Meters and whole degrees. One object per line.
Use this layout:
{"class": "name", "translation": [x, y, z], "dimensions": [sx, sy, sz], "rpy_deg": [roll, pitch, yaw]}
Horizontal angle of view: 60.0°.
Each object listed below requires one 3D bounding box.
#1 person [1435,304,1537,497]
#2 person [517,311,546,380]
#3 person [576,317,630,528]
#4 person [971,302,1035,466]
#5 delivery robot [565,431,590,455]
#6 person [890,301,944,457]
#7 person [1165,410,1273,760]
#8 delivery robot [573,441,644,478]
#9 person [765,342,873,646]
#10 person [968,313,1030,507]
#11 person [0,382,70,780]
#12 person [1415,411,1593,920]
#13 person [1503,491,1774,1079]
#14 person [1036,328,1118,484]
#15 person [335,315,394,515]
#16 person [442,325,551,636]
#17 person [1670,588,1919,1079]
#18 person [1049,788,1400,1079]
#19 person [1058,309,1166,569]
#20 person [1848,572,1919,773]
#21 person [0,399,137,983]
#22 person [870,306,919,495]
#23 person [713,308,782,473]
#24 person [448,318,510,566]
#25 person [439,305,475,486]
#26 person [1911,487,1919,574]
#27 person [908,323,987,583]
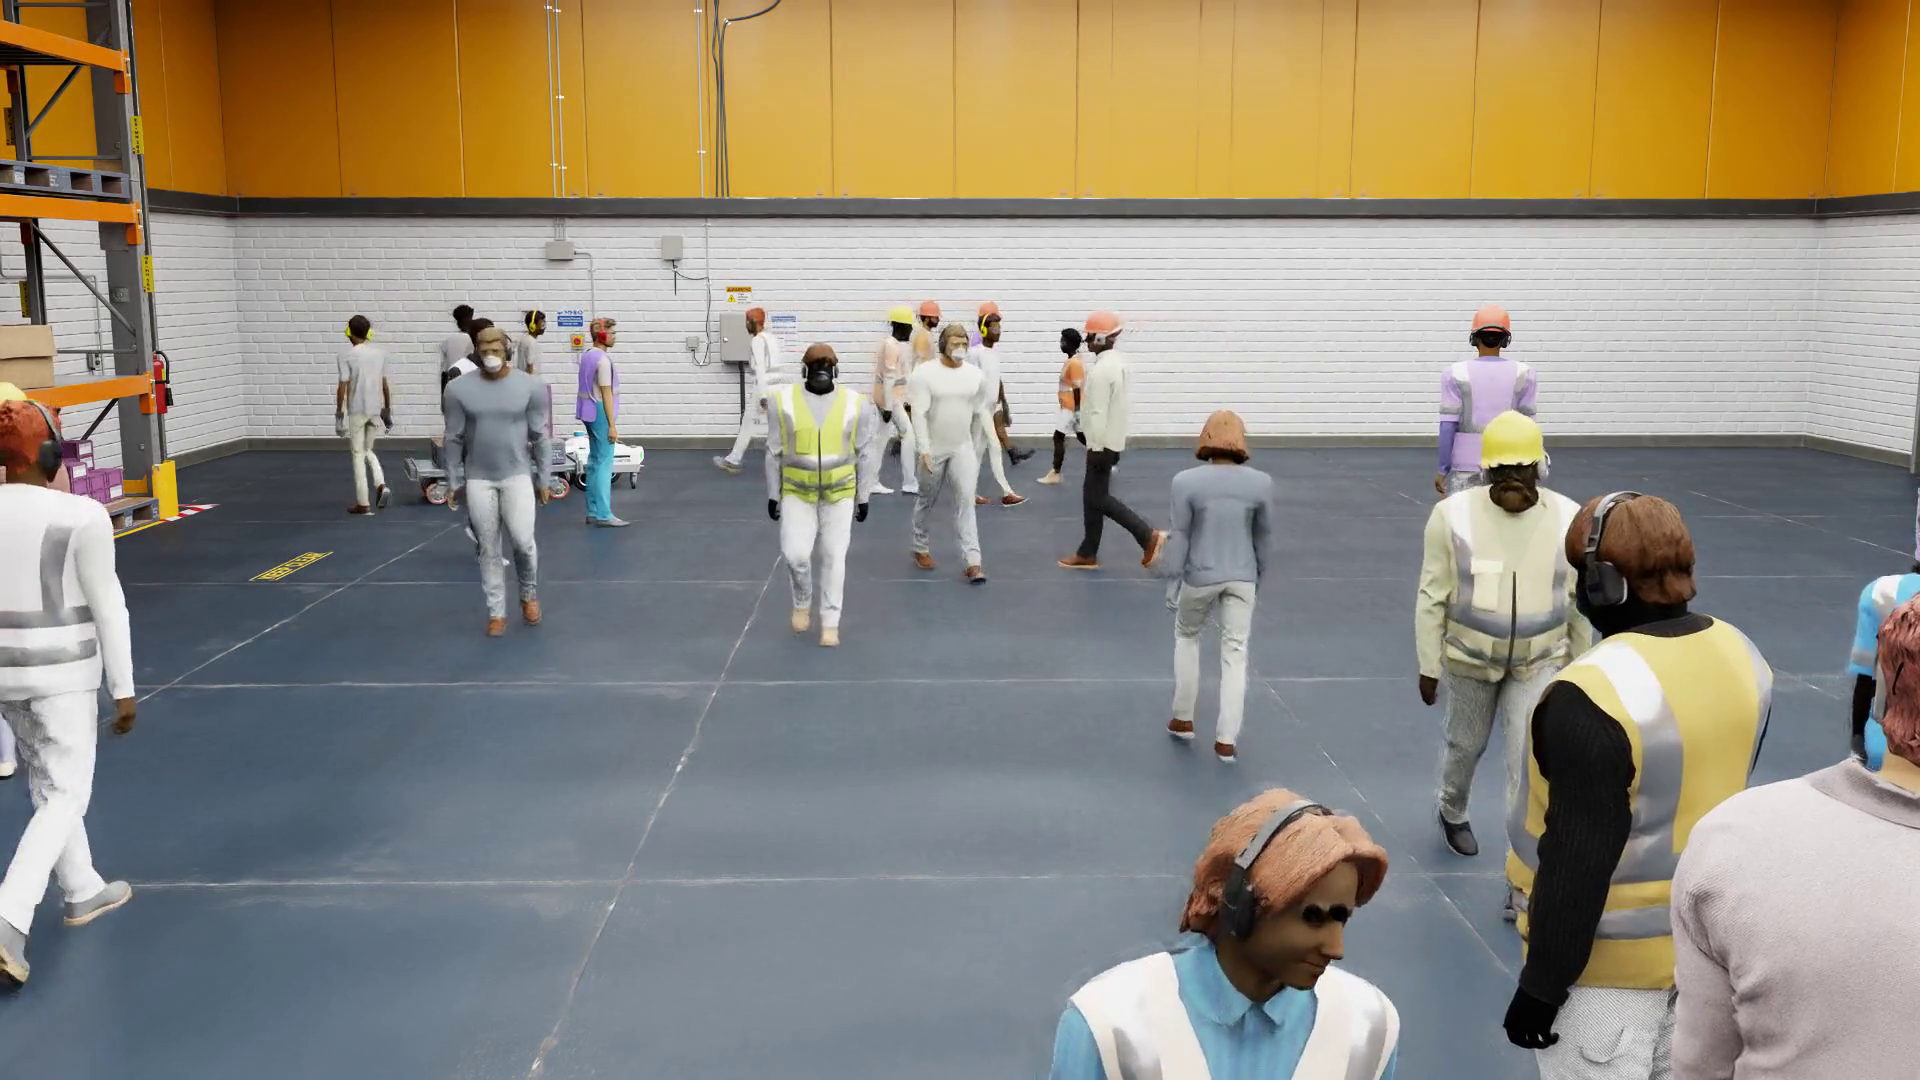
{"class": "person", "translation": [3.375, -0.494, 10.730], "dimensions": [0.614, 2.042, 0.373], "rpy_deg": [0, 9, 3]}
{"class": "person", "translation": [-4.912, -1.706, 18.934], "dimensions": [1.019, 1.802, 0.639], "rpy_deg": [-5, 11, -28]}
{"class": "person", "translation": [-3.172, -1.031, 14.629], "dimensions": [0.372, 1.843, 0.571], "rpy_deg": [-5, 11, -29]}
{"class": "person", "translation": [0.349, -1.762, 18.995], "dimensions": [0.998, 1.879, 0.573], "rpy_deg": [0, 9, 1]}
{"class": "delivery robot", "translation": [-4.017, -0.909, 17.540], "dimensions": [0.707, 0.478, 0.477], "rpy_deg": [-7, 11, -36]}
{"class": "person", "translation": [-0.389, -1.895, 19.810], "dimensions": [0.992, 1.883, 0.565], "rpy_deg": [1, 9, 4]}
{"class": "person", "translation": [1.198, 0.197, 7.841], "dimensions": [0.509, 1.600, 0.674], "rpy_deg": [-1, 9, -3]}
{"class": "delivery robot", "translation": [-3.623, -0.847, 17.163], "dimensions": [0.707, 0.478, 0.477], "rpy_deg": [-2, 9, -13]}
{"class": "person", "translation": [-0.846, -0.275, 10.029], "dimensions": [0.648, 1.832, 0.436], "rpy_deg": [-1, 9, -7]}
{"class": "person", "translation": [0.368, -1.222, 15.809], "dimensions": [0.859, 1.838, 0.555], "rpy_deg": [5, 10, 26]}
{"class": "person", "translation": [-4.189, 0.187, 7.405], "dimensions": [0.523, 1.769, 0.317], "rpy_deg": [-3, 10, -15]}
{"class": "person", "translation": [1.975, 0.403, 6.068], "dimensions": [0.635, 1.783, 0.926], "rpy_deg": [2, 9, 11]}
{"class": "person", "translation": [1.312, 0.816, 3.342], "dimensions": [0.621, 1.837, 0.429], "rpy_deg": [-7, 12, -37]}
{"class": "person", "translation": [1.265, -1.404, 17.506], "dimensions": [0.826, 1.660, 0.544], "rpy_deg": [1, 9, 6]}
{"class": "person", "translation": [-5.521, -1.146, 15.337], "dimensions": [0.426, 1.846, 0.582], "rpy_deg": [7, 12, 37]}
{"class": "person", "translation": [-2.854, -0.356, 10.262], "dimensions": [0.645, 1.926, 0.432], "rpy_deg": [-1, 9, -7]}
{"class": "person", "translation": [1.236, 0.976, 2.137], "dimensions": [0.410, 1.909, 0.643], "rpy_deg": [-7, 12, -37]}
{"class": "person", "translation": [0.321, 1.093, 2.360], "dimensions": [0.547, 1.592, 0.779], "rpy_deg": [-1, 9, -5]}
{"class": "person", "translation": [1.141, -0.726, 12.382], "dimensions": [0.783, 1.973, 0.621], "rpy_deg": [3, 10, 19]}
{"class": "person", "translation": [2.858, 0.653, 4.863], "dimensions": [0.538, 1.669, 0.773], "rpy_deg": [9, 13, 44]}
{"class": "person", "translation": [-3.026, 0.471, 5.419], "dimensions": [0.585, 1.858, 0.891], "rpy_deg": [1, 9, 5]}
{"class": "person", "translation": [-0.603, -1.388, 16.667], "dimensions": [0.798, 1.885, 0.614], "rpy_deg": [-1, 9, -9]}
{"class": "person", "translation": [-2.211, -1.620, 18.280], "dimensions": [1.025, 1.830, 0.590], "rpy_deg": [3, 10, 18]}
{"class": "person", "translation": [-3.652, -0.747, 12.729], "dimensions": [0.462, 1.899, 0.595], "rpy_deg": [6, 11, 31]}
{"class": "person", "translation": [-5.157, -1.528, 17.564], "dimensions": [0.692, 1.887, 1.071], "rpy_deg": [6, 11, 33]}
{"class": "person", "translation": [4.627, 0.085, 7.602], "dimensions": [0.402, 1.906, 0.652], "rpy_deg": [-3, 10, -18]}
{"class": "person", "translation": [-0.094, -0.649, 12.222], "dimensions": [0.623, 1.885, 1.068], "rpy_deg": [-3, 10, -19]}
